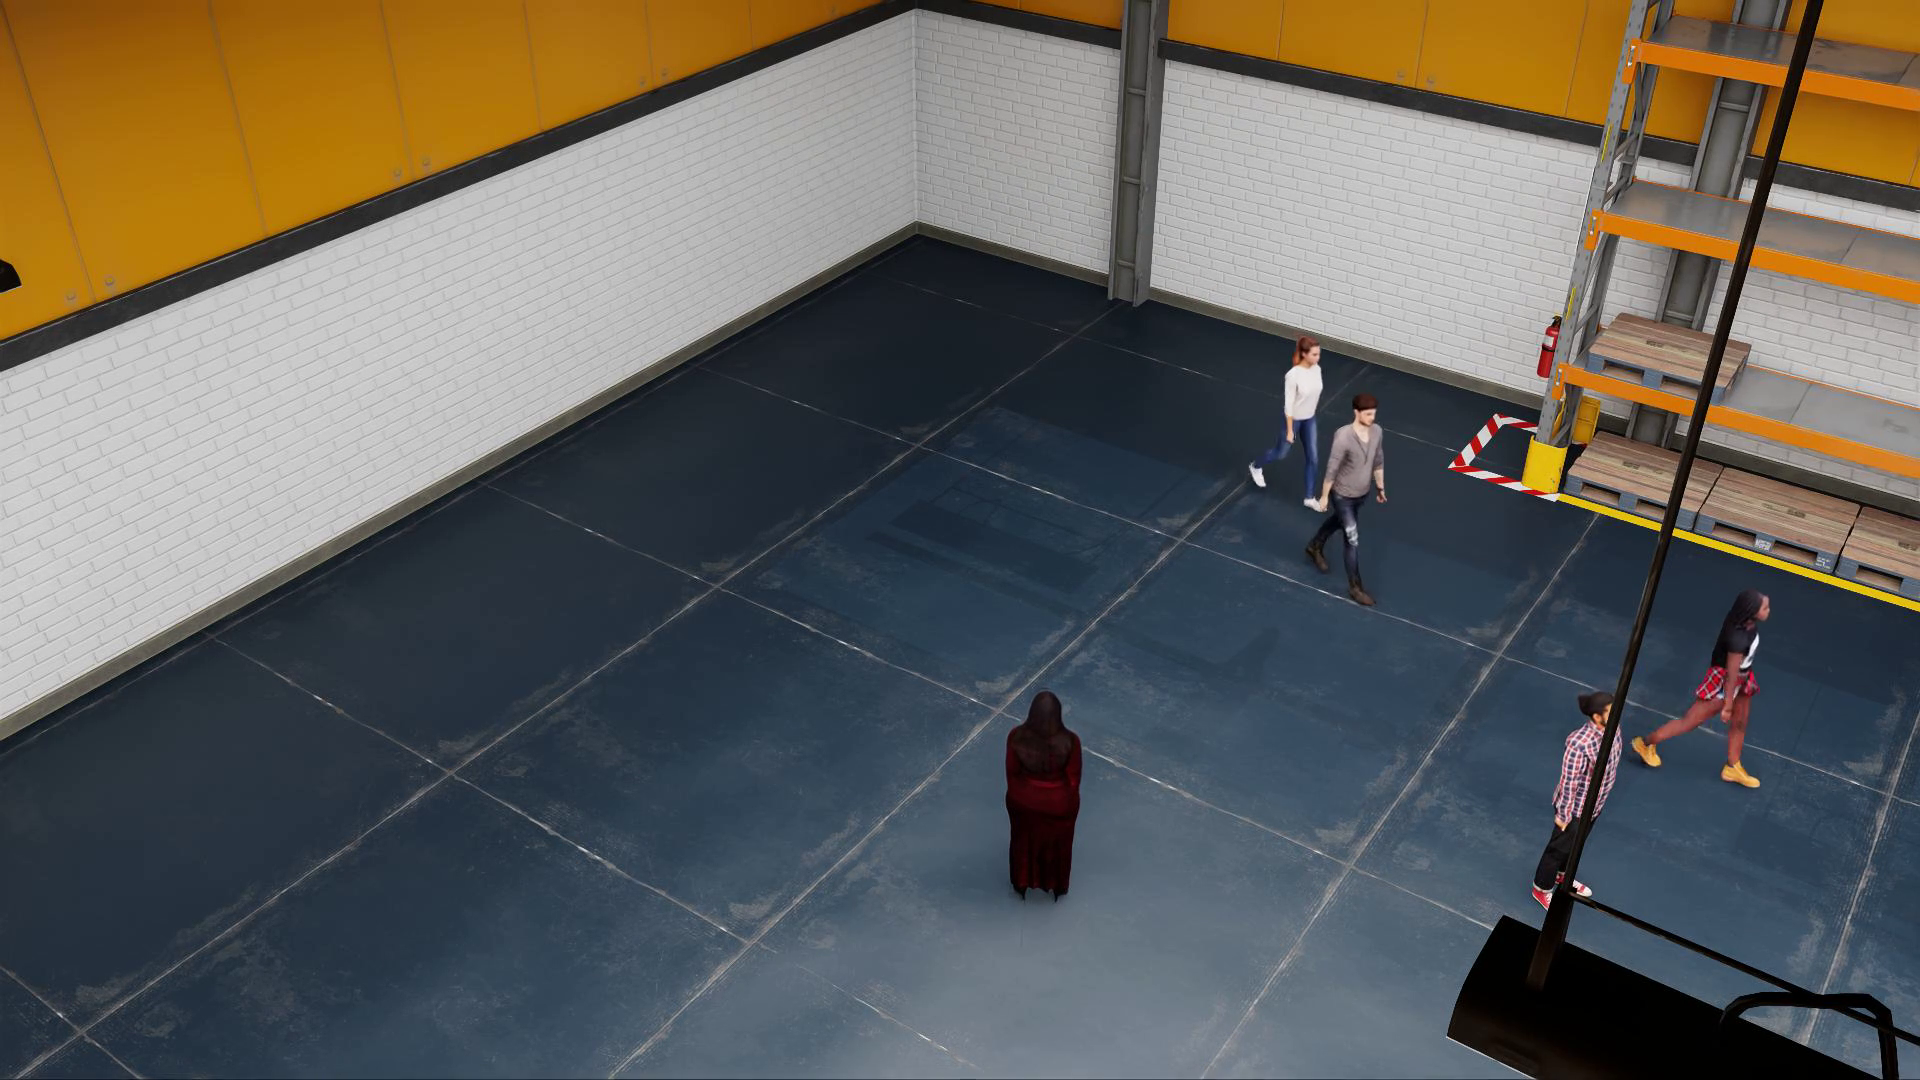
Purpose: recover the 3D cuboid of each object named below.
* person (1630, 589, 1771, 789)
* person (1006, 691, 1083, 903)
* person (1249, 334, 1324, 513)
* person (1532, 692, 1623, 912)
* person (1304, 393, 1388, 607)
[{"bbox_3d":[5.473,1.072,12.140,1.188,1.689,0.693,17,37,23],"label":"person"},{"bbox_3d":[0.555,1.725,11.095,0.700,1.758,0.815,4,34,6],"label":"person"},{"bbox_3d":[3.058,-1.109,15.427,0.897,1.683,1.206,-19,38,-26],"label":"person"},{"bbox_3d":[4.143,1.722,11.097,0.736,1.760,0.680,-28,43,-35],"label":"person"},{"bbox_3d":[3.282,-0.440,14.262,1.009,1.858,1.299,-19,38,-26],"label":"person"}]
